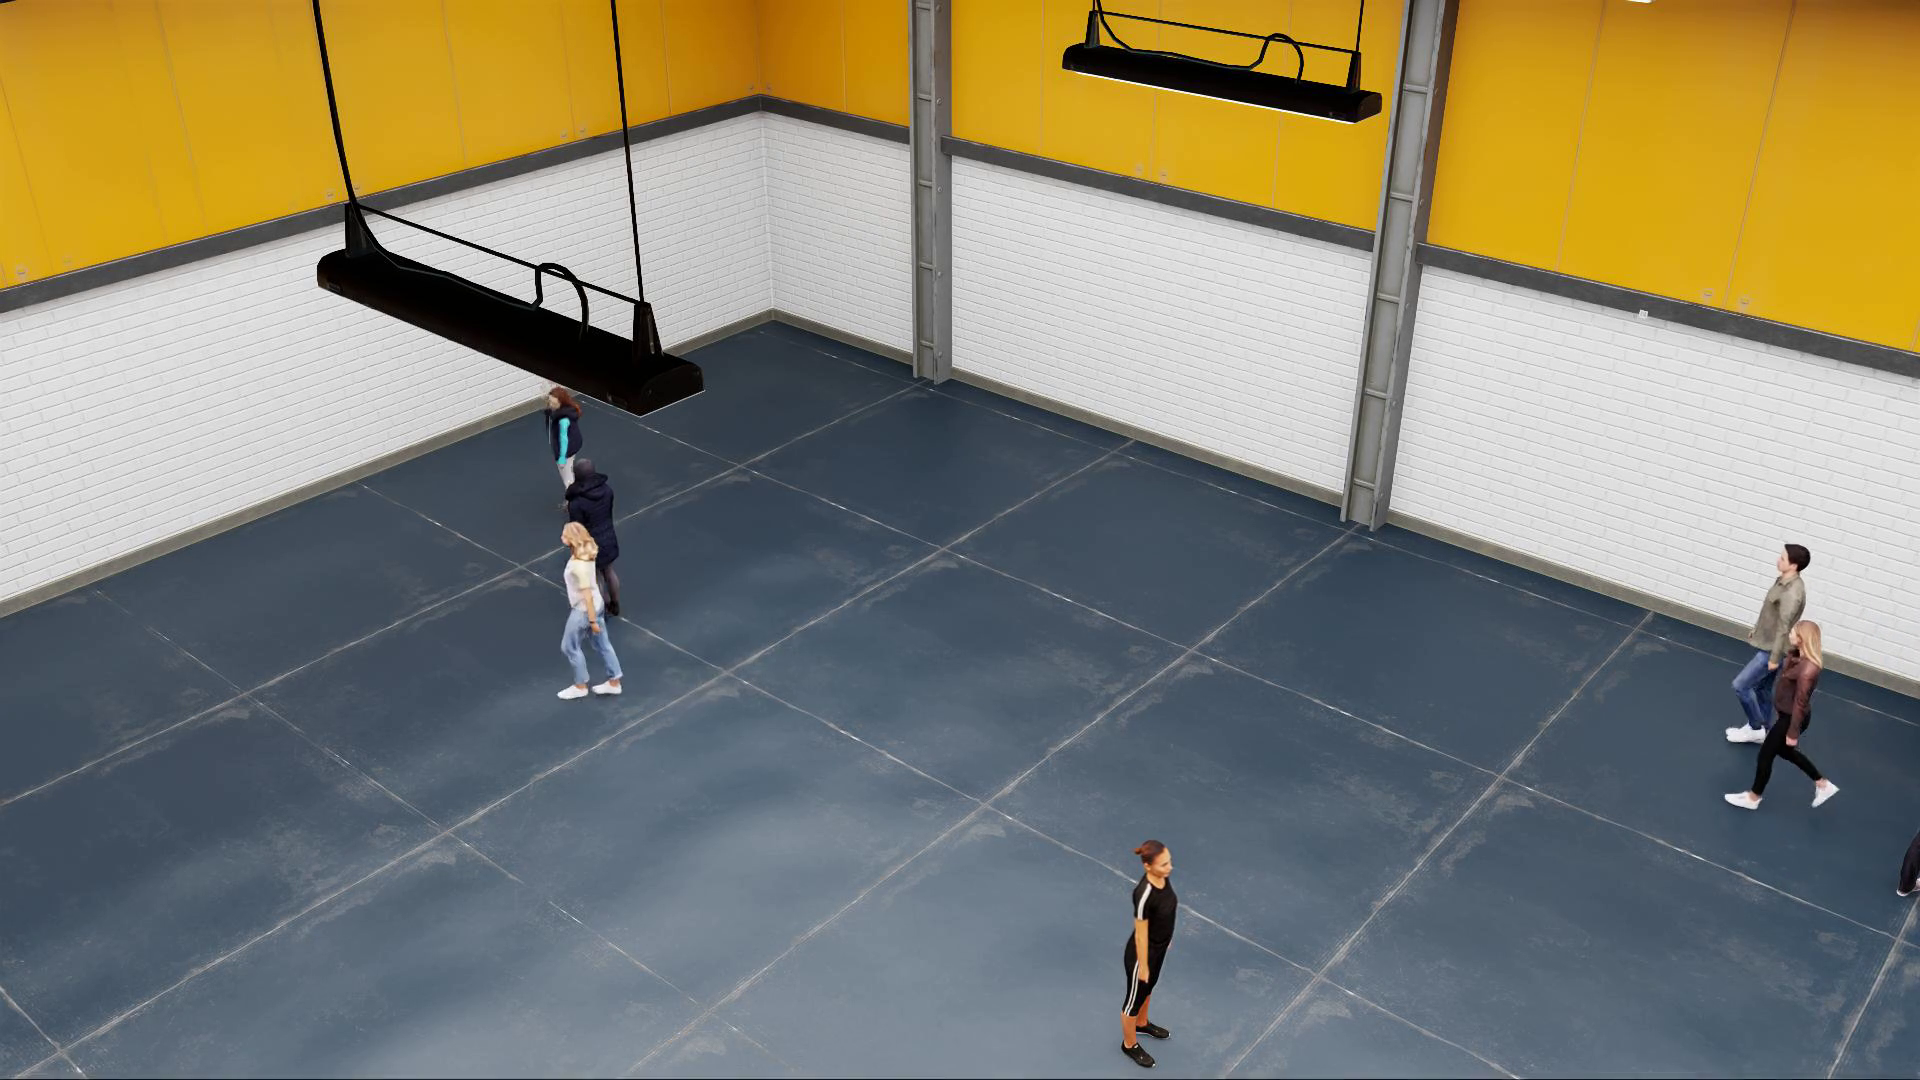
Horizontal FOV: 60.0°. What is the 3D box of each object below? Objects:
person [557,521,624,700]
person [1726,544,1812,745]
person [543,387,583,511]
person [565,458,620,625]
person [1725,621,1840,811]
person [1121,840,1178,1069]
[{"bbox_3d":[-3.097,0.604,14.259,0.940,1.705,0.878,-2,29,-3],"label":"person"},{"bbox_3d":[6.731,0.892,13.576,0.734,1.852,0.774,12,31,21],"label":"person"},{"bbox_3d":[-4.136,-0.952,17.342,0.765,1.483,0.669,-3,29,-5],"label":"person"},{"bbox_3d":[-3.385,-0.001,15.399,0.668,1.675,0.694,17,33,29],"label":"person"},{"bbox_3d":[6.491,1.396,12.831,1.069,1.682,0.788,11,30,19],"label":"person"},{"bbox_3d":[1.198,2.599,10.639,0.594,1.669,0.625,14,32,24],"label":"person"}]
